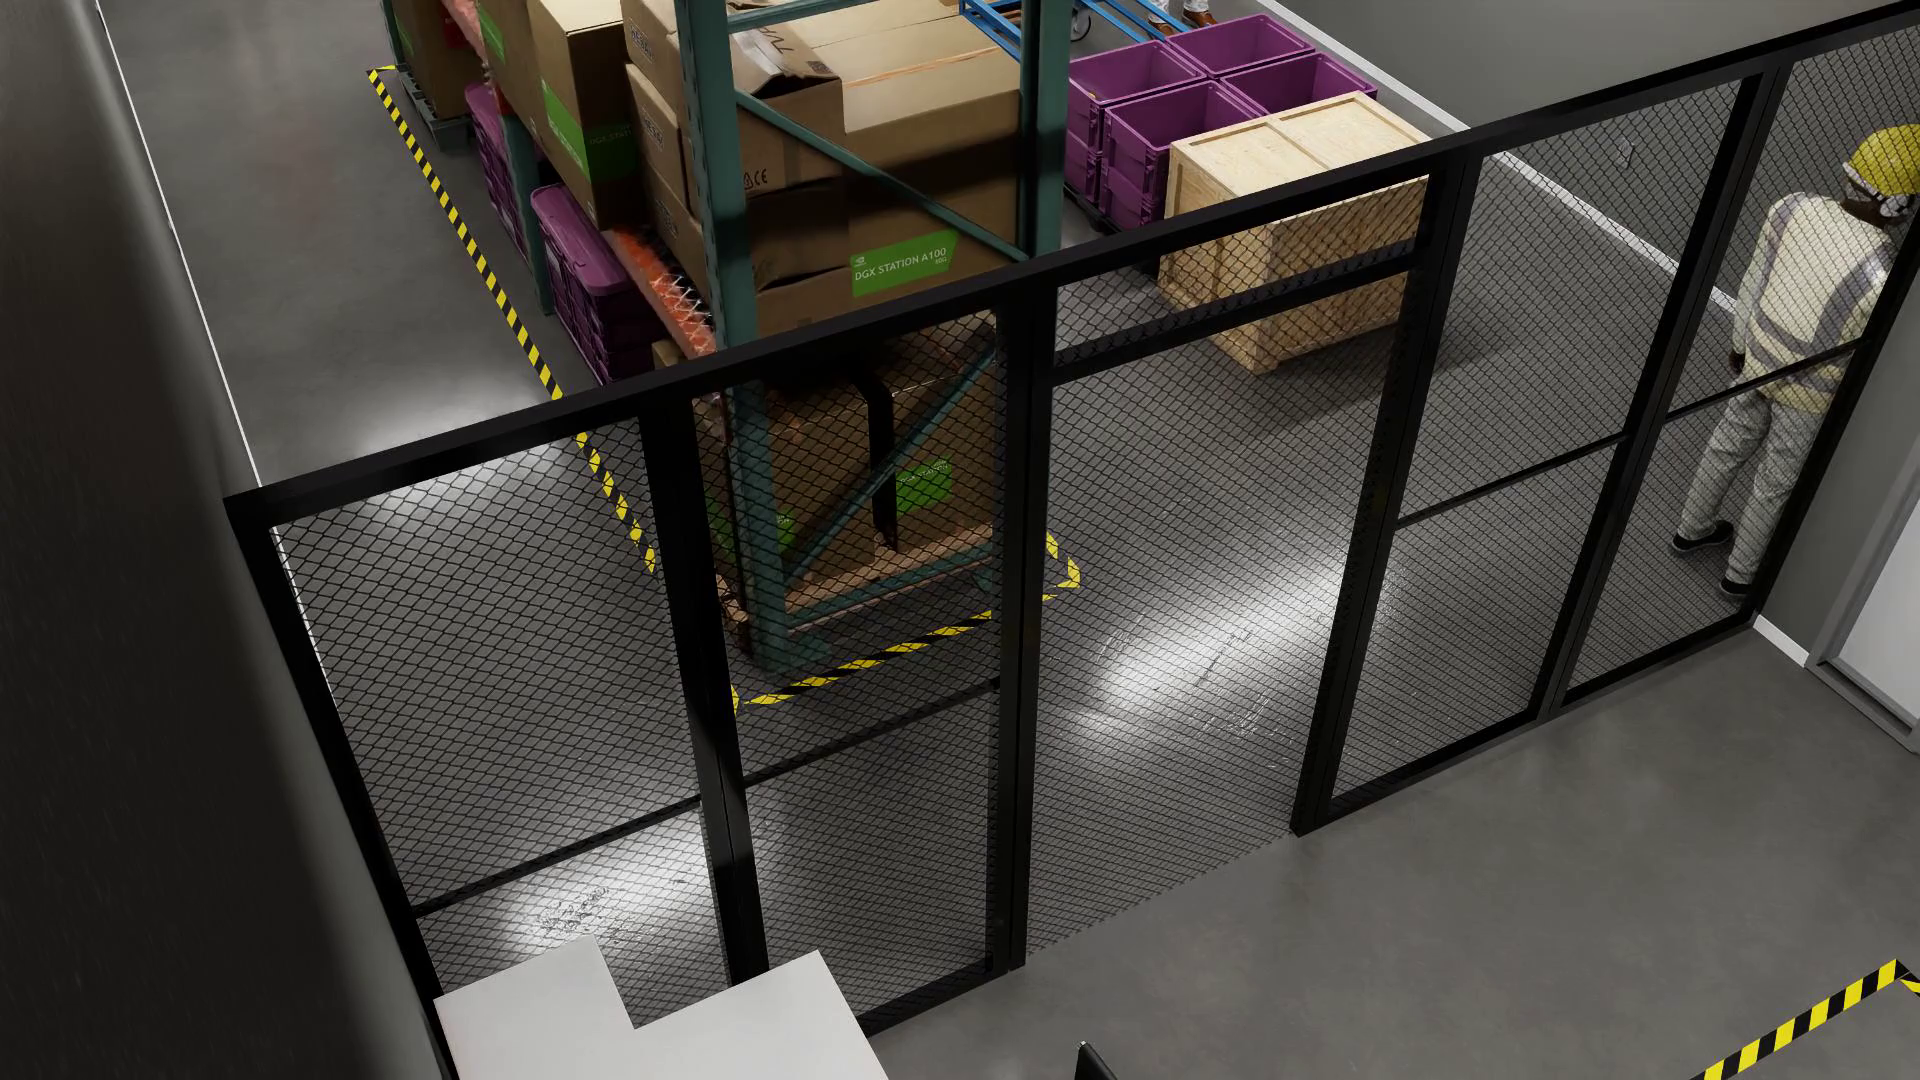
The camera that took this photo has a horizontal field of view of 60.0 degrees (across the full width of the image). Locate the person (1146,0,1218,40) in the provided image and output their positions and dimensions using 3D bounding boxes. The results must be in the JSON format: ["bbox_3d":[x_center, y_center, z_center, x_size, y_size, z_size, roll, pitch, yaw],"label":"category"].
[{"bbox_3d":[1.280,-3.622,8.907,0.636,1.938,0.355,-22,47,-22],"label":"person"}]

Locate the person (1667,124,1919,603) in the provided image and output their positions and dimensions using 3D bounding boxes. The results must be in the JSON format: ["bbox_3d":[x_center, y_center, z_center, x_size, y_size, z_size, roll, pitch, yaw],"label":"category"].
[{"bbox_3d":[2.866,-0.573,5.649,0.404,1.830,0.602,-14,44,-15],"label":"person"}]
